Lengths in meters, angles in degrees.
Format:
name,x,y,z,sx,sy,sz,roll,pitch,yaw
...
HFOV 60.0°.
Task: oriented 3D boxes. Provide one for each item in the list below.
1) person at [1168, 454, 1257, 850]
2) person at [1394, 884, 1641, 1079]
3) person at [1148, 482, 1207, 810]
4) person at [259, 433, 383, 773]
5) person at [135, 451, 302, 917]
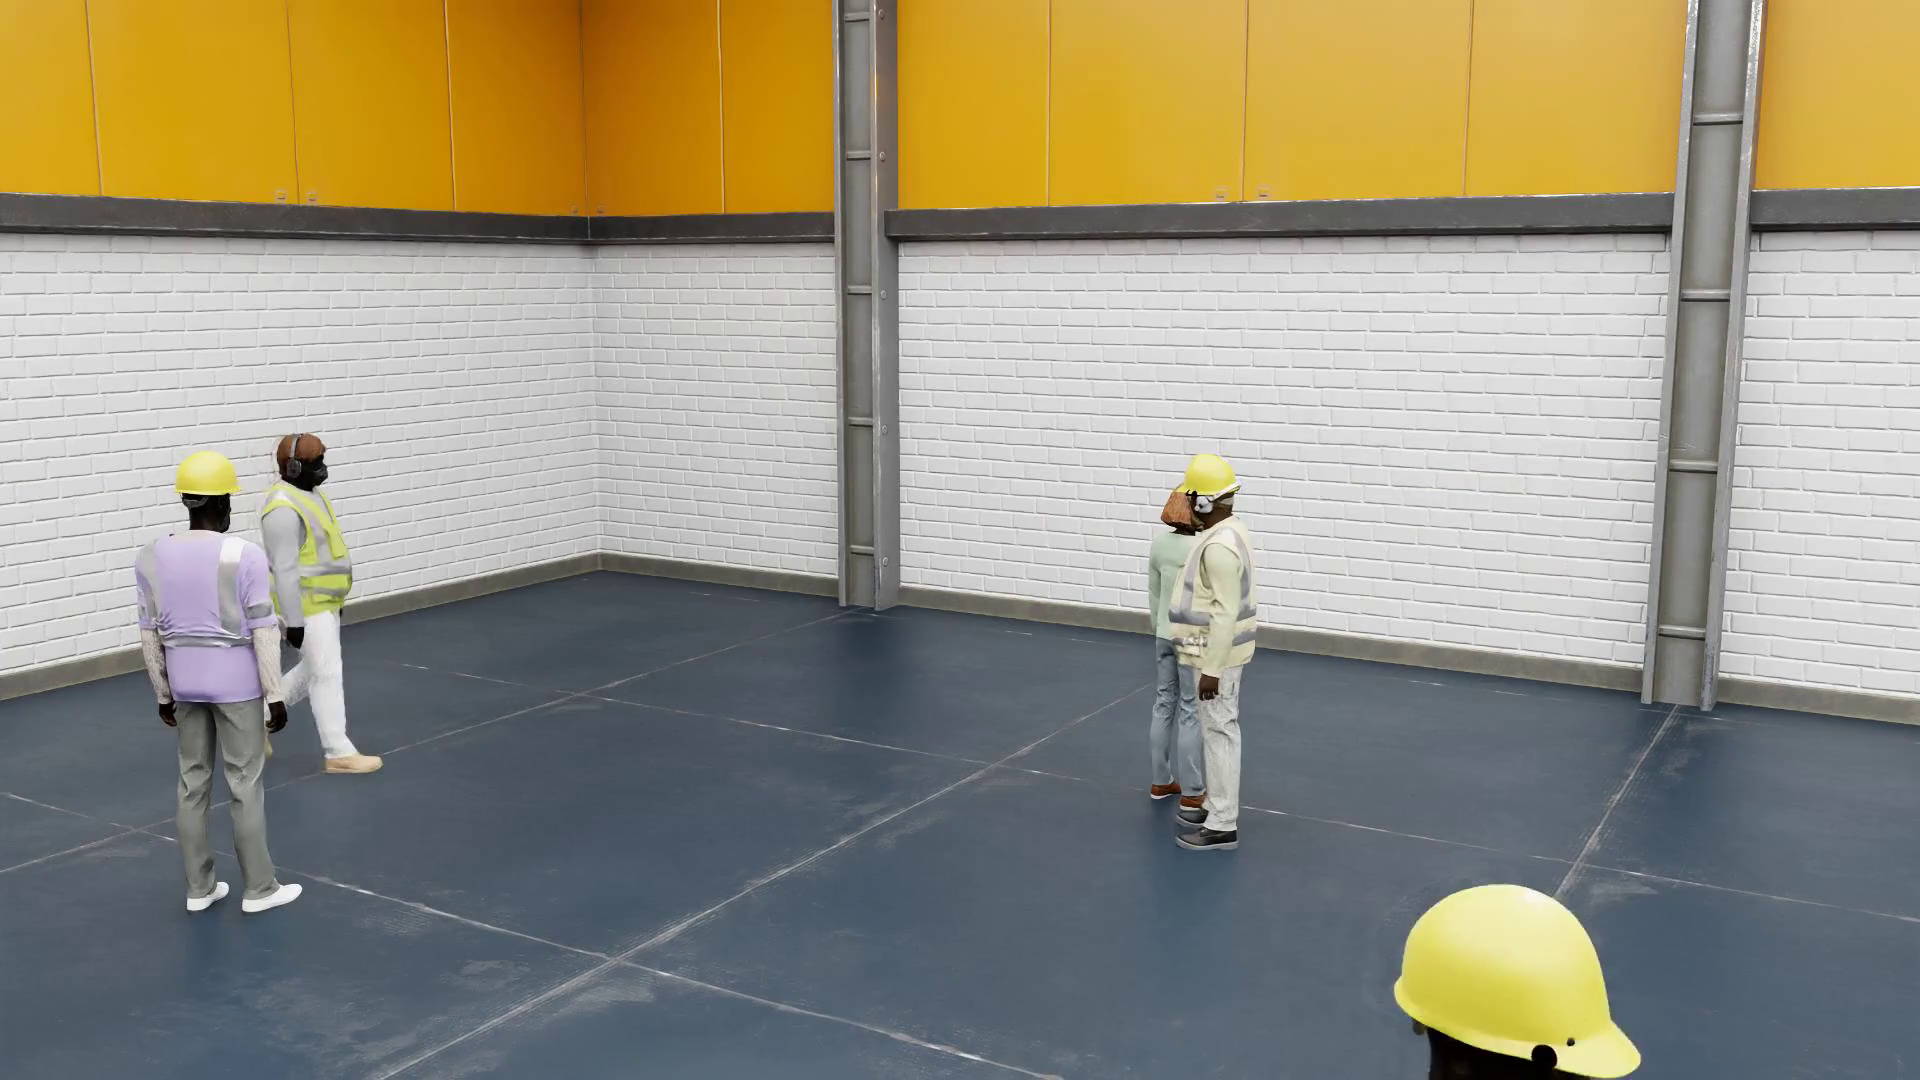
name,x,y,z,sx,sy,sz,roll,pitch,yaw
person,1.161,0.514,7.674,0.404,1.828,0.592,2,9,11
person,0.563,1.351,2.239,0.794,1.901,0.596,8,12,40
person,1.125,0.517,8.260,0.279,1.634,0.498,-5,11,-30
person,-3.477,0.342,8.756,0.712,1.826,0.634,-1,9,-9
person,-3.056,0.595,6.853,0.585,1.929,0.371,1,9,8
